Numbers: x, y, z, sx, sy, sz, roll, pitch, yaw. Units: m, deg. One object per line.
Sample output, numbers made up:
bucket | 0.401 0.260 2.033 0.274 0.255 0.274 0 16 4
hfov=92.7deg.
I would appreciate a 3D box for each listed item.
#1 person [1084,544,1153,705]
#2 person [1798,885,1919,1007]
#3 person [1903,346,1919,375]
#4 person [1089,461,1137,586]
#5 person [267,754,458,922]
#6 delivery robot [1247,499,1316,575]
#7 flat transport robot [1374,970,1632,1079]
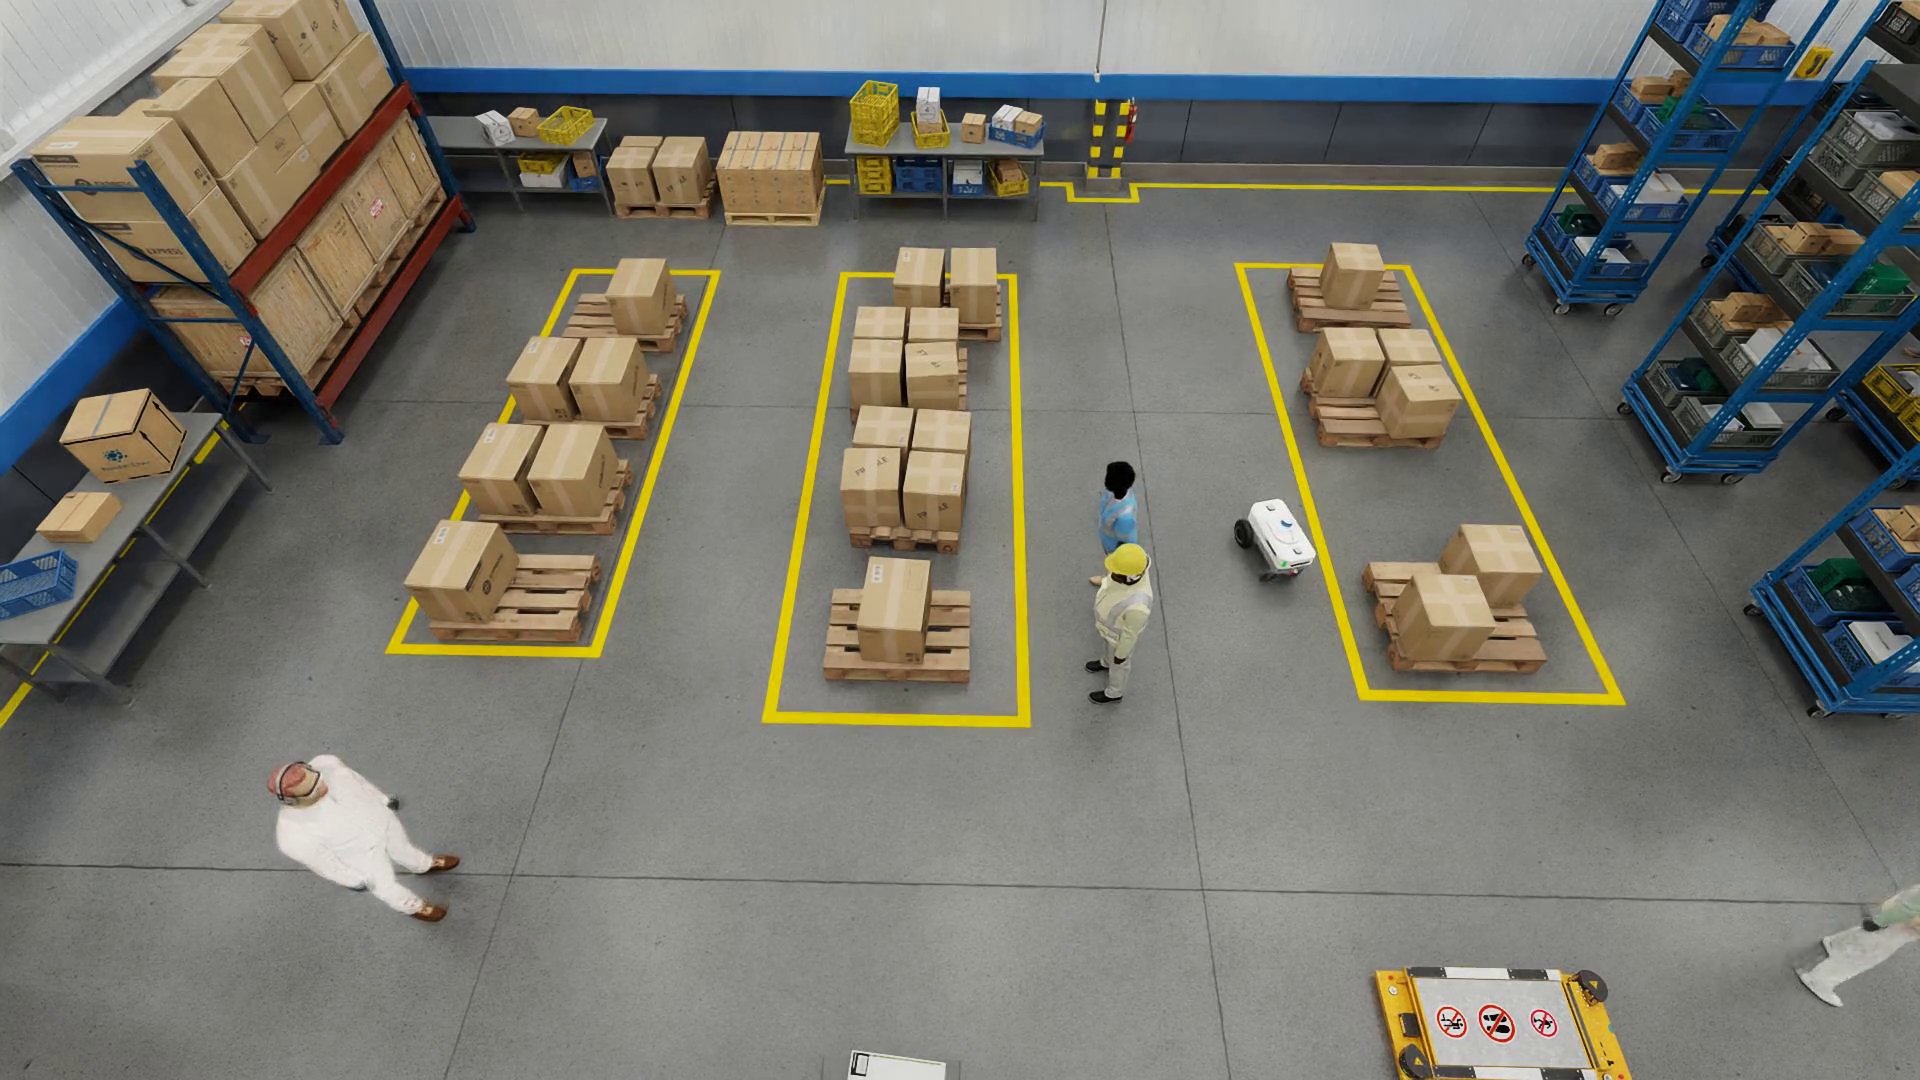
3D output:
person | 1.202 0.634 6.959 0.403 1.825 0.595 -1 51 -1
person | 5.908 2.408 5.639 0.541 1.623 0.451 -9 51 -7
person | 10.753 -2.563 9.453 0.377 1.995 0.608 18 53 14
person | 1.286 -0.029 7.591 0.343 1.682 0.542 -5 51 -4
person | -3.797 1.906 5.867 0.403 1.906 0.650 -3 51 -2
delivery robot | 2.892 -0.033 8.255 0.477 0.478 0.707 -11 52 -9
flat transport robot | 3.501 3.133 5.914 1.431 0.197 0.652 1 51 1
